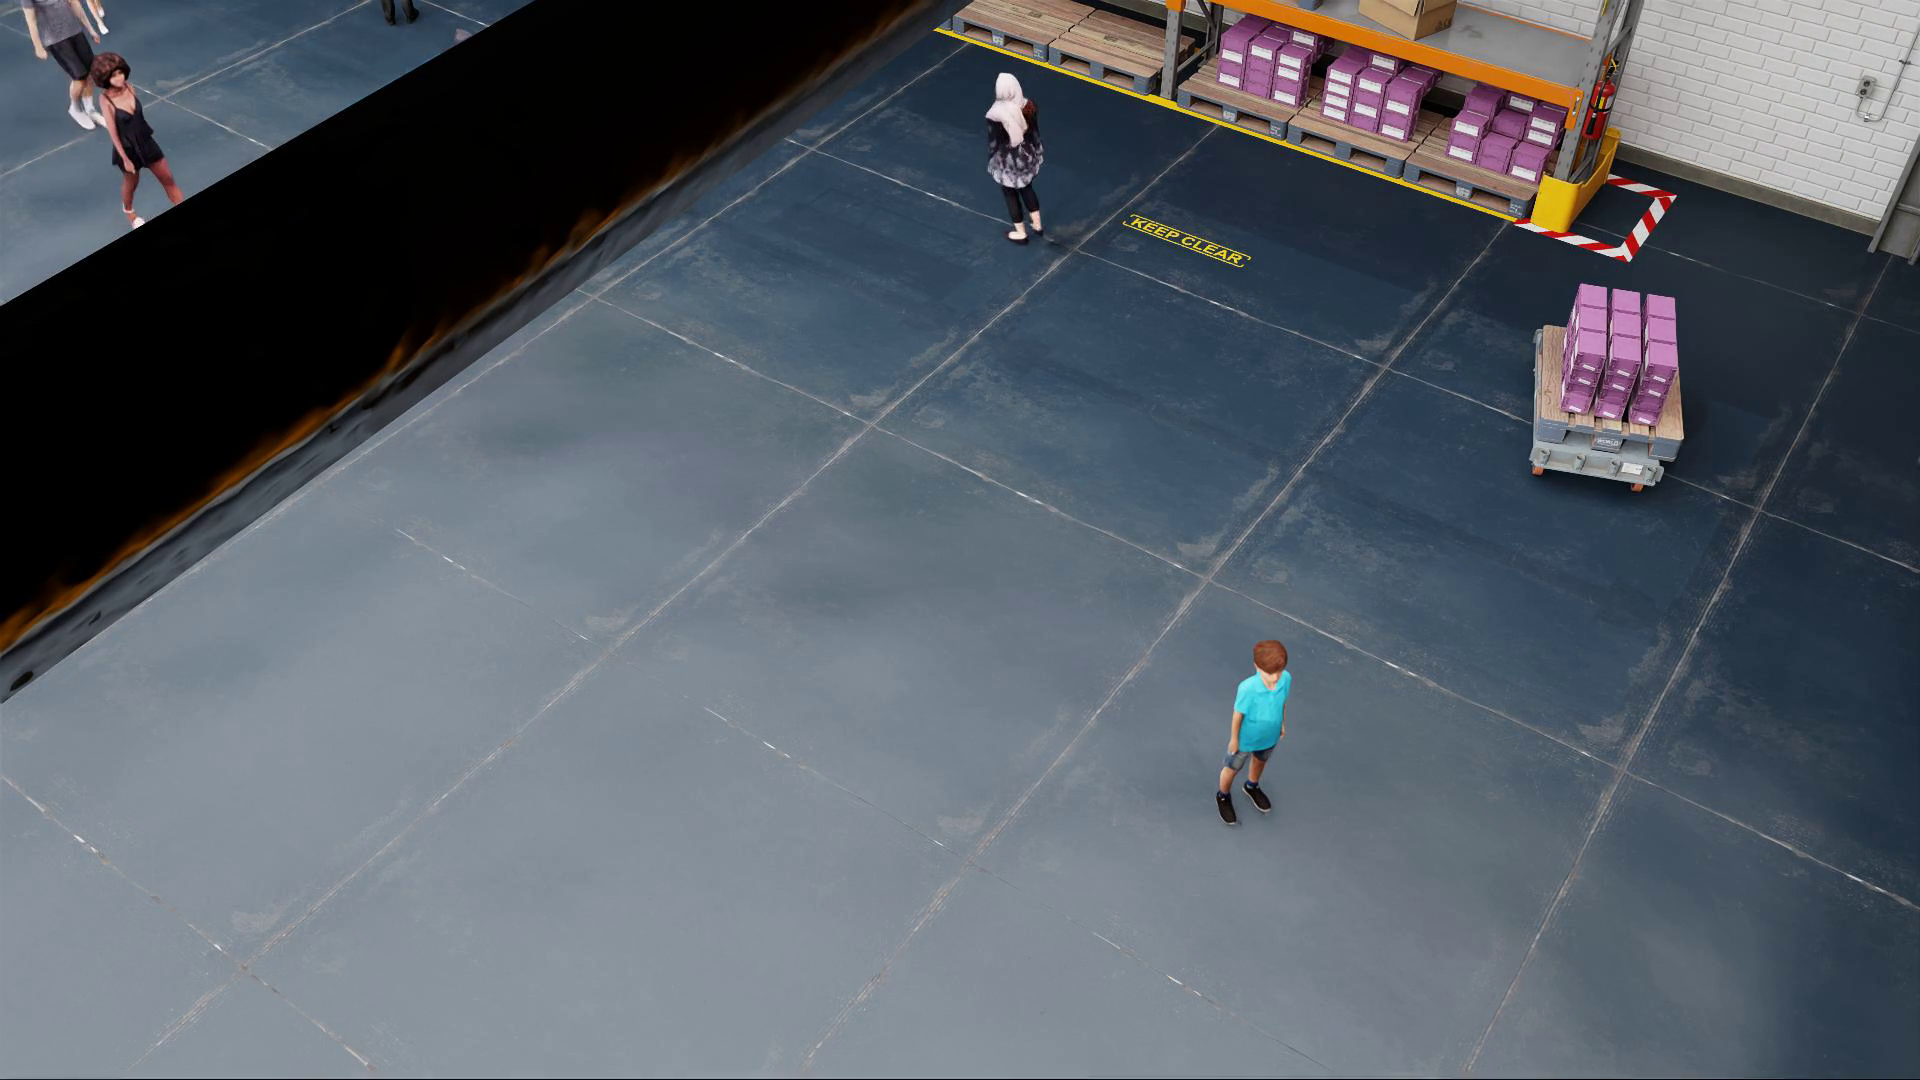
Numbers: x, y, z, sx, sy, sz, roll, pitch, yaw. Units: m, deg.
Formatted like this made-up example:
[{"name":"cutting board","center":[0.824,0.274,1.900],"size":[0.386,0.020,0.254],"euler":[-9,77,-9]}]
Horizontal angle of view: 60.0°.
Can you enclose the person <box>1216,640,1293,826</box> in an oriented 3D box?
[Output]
[{"name":"person","center":[1.765,1.115,9.904],"size":[0.591,1.449,0.613],"euler":[-17,46,-17]}]

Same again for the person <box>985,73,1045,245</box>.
[{"name":"person","center":[0.523,-3.272,14.406],"size":[0.766,1.591,0.746],"euler":[-15,46,-16]}]

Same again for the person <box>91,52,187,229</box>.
[{"name":"person","center":[-7.202,-3.373,14.409],"size":[1.151,1.732,0.722],"euler":[18,47,18]}]

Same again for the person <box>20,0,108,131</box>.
[{"name":"person","center":[-8.611,-4.799,15.815],"size":[0.783,1.858,0.750],"euler":[14,45,15]}]
